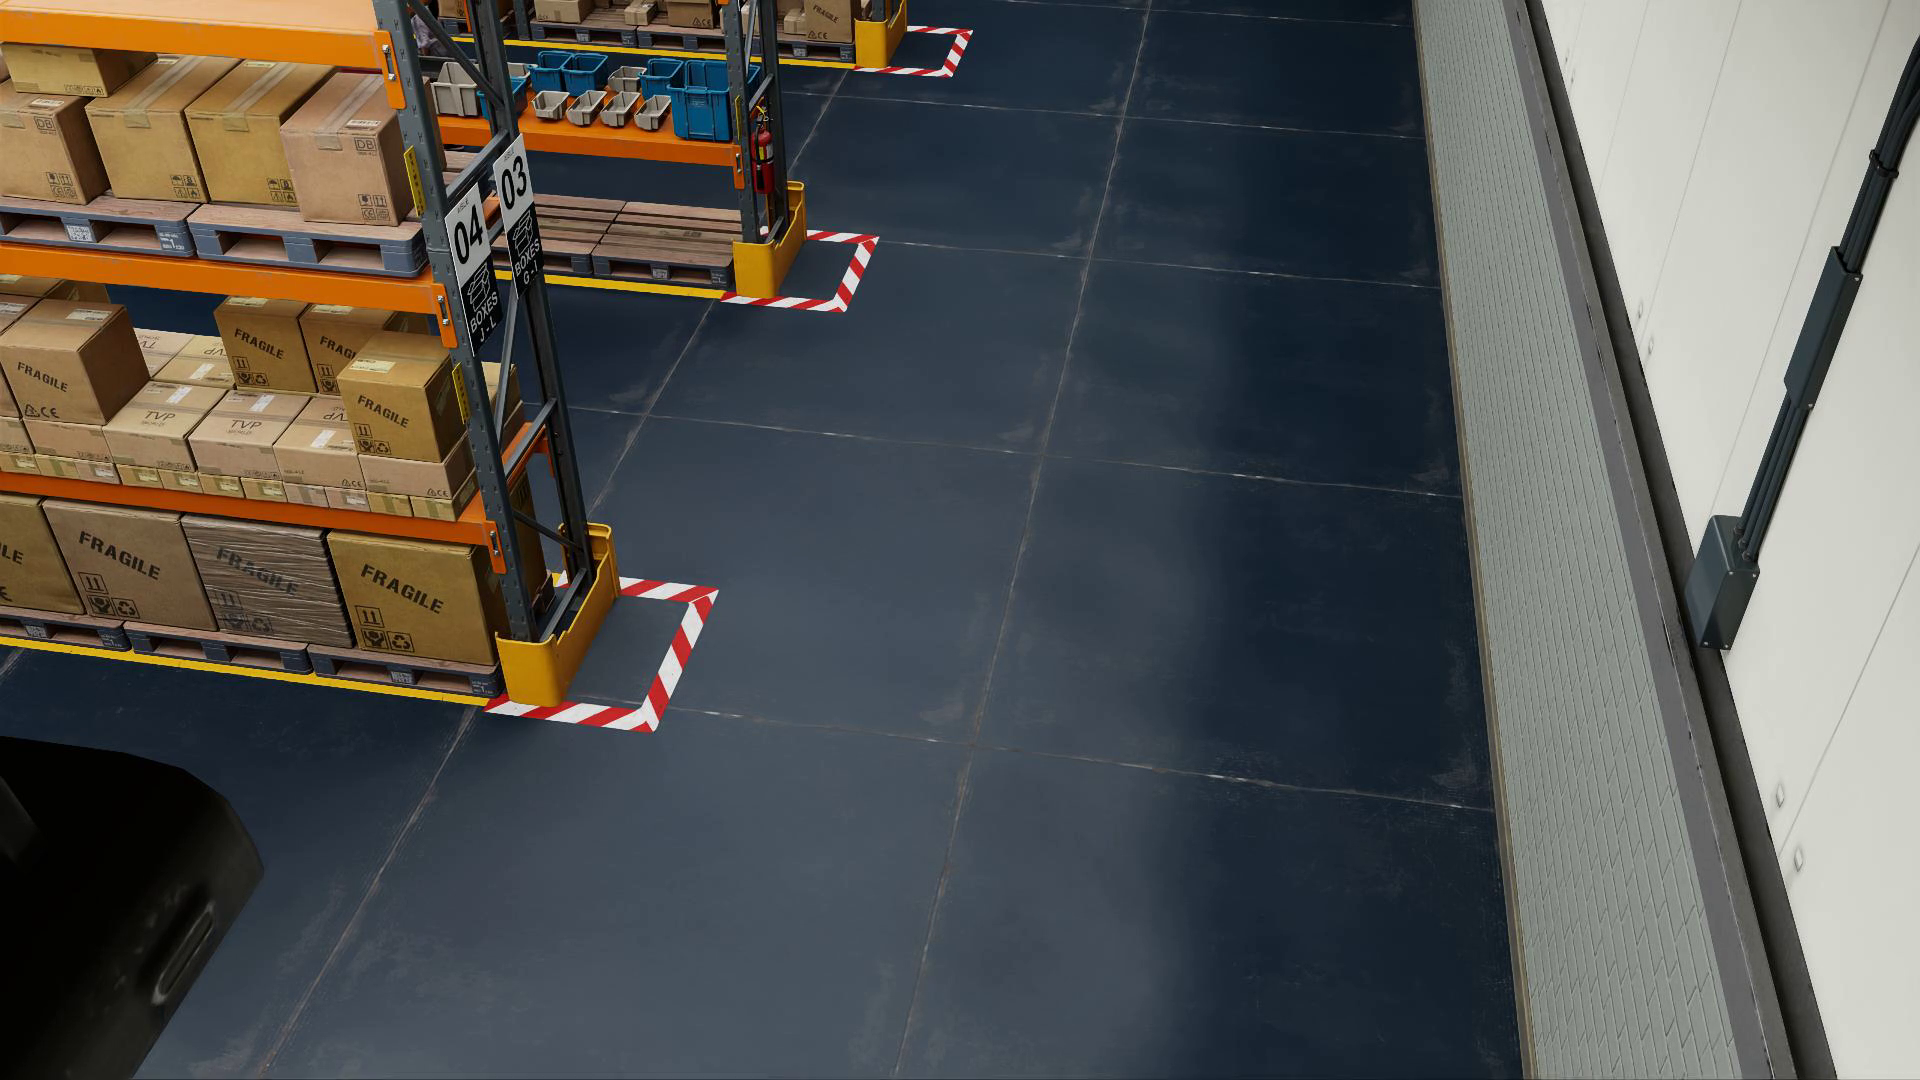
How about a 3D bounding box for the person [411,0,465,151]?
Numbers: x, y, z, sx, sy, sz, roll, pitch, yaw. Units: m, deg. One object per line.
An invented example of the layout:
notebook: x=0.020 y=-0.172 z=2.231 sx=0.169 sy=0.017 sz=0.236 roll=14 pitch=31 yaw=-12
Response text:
person: x=-4.926 y=-4.524 z=15.650 sx=0.541 sy=1.733 sz=0.615 roll=4 pitch=38 yaw=5
